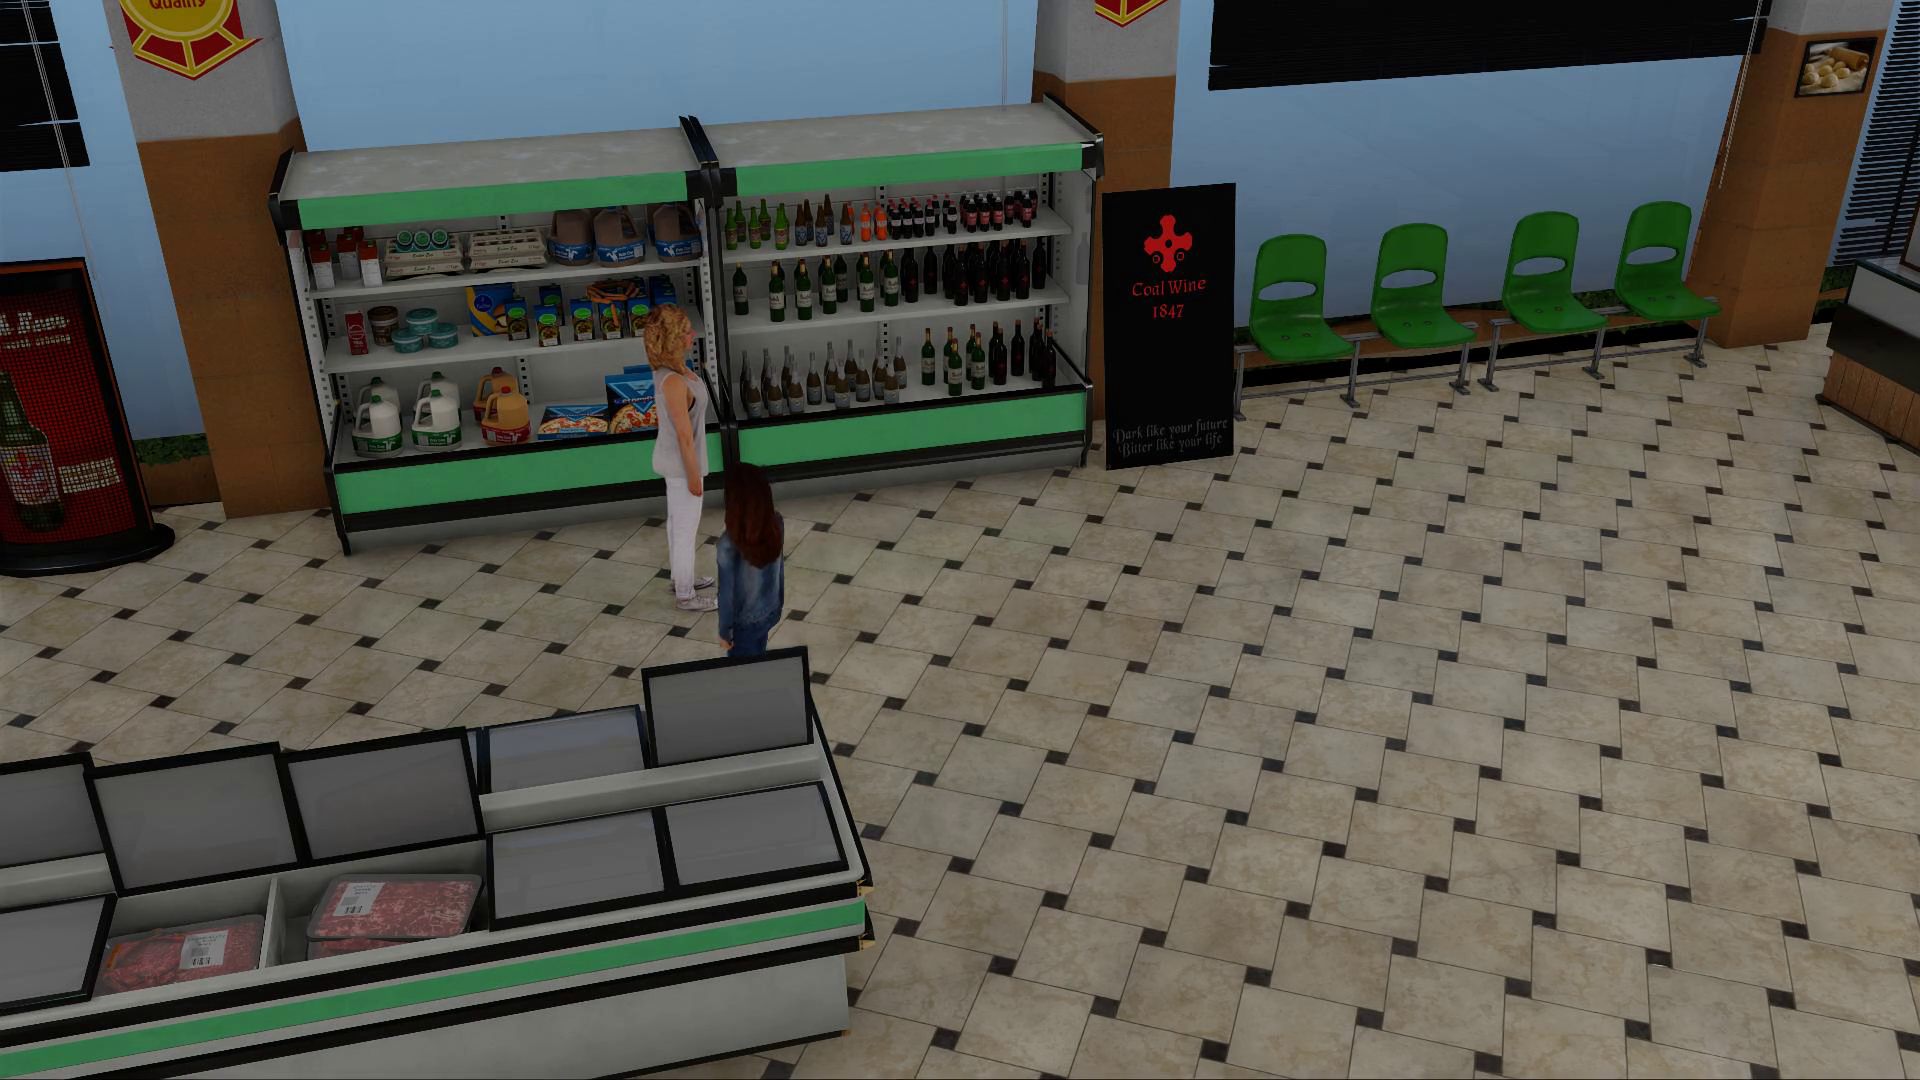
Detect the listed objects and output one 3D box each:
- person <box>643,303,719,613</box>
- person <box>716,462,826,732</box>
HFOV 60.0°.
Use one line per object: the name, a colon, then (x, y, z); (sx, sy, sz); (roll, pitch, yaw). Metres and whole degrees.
person: (-1.447, -0.425, 8.564); (0.549, 1.670, 0.615); (-10, 30, -17)
person: (-0.859, 0.354, 7.356); (0.930, 1.461, 0.875); (16, 33, 27)
